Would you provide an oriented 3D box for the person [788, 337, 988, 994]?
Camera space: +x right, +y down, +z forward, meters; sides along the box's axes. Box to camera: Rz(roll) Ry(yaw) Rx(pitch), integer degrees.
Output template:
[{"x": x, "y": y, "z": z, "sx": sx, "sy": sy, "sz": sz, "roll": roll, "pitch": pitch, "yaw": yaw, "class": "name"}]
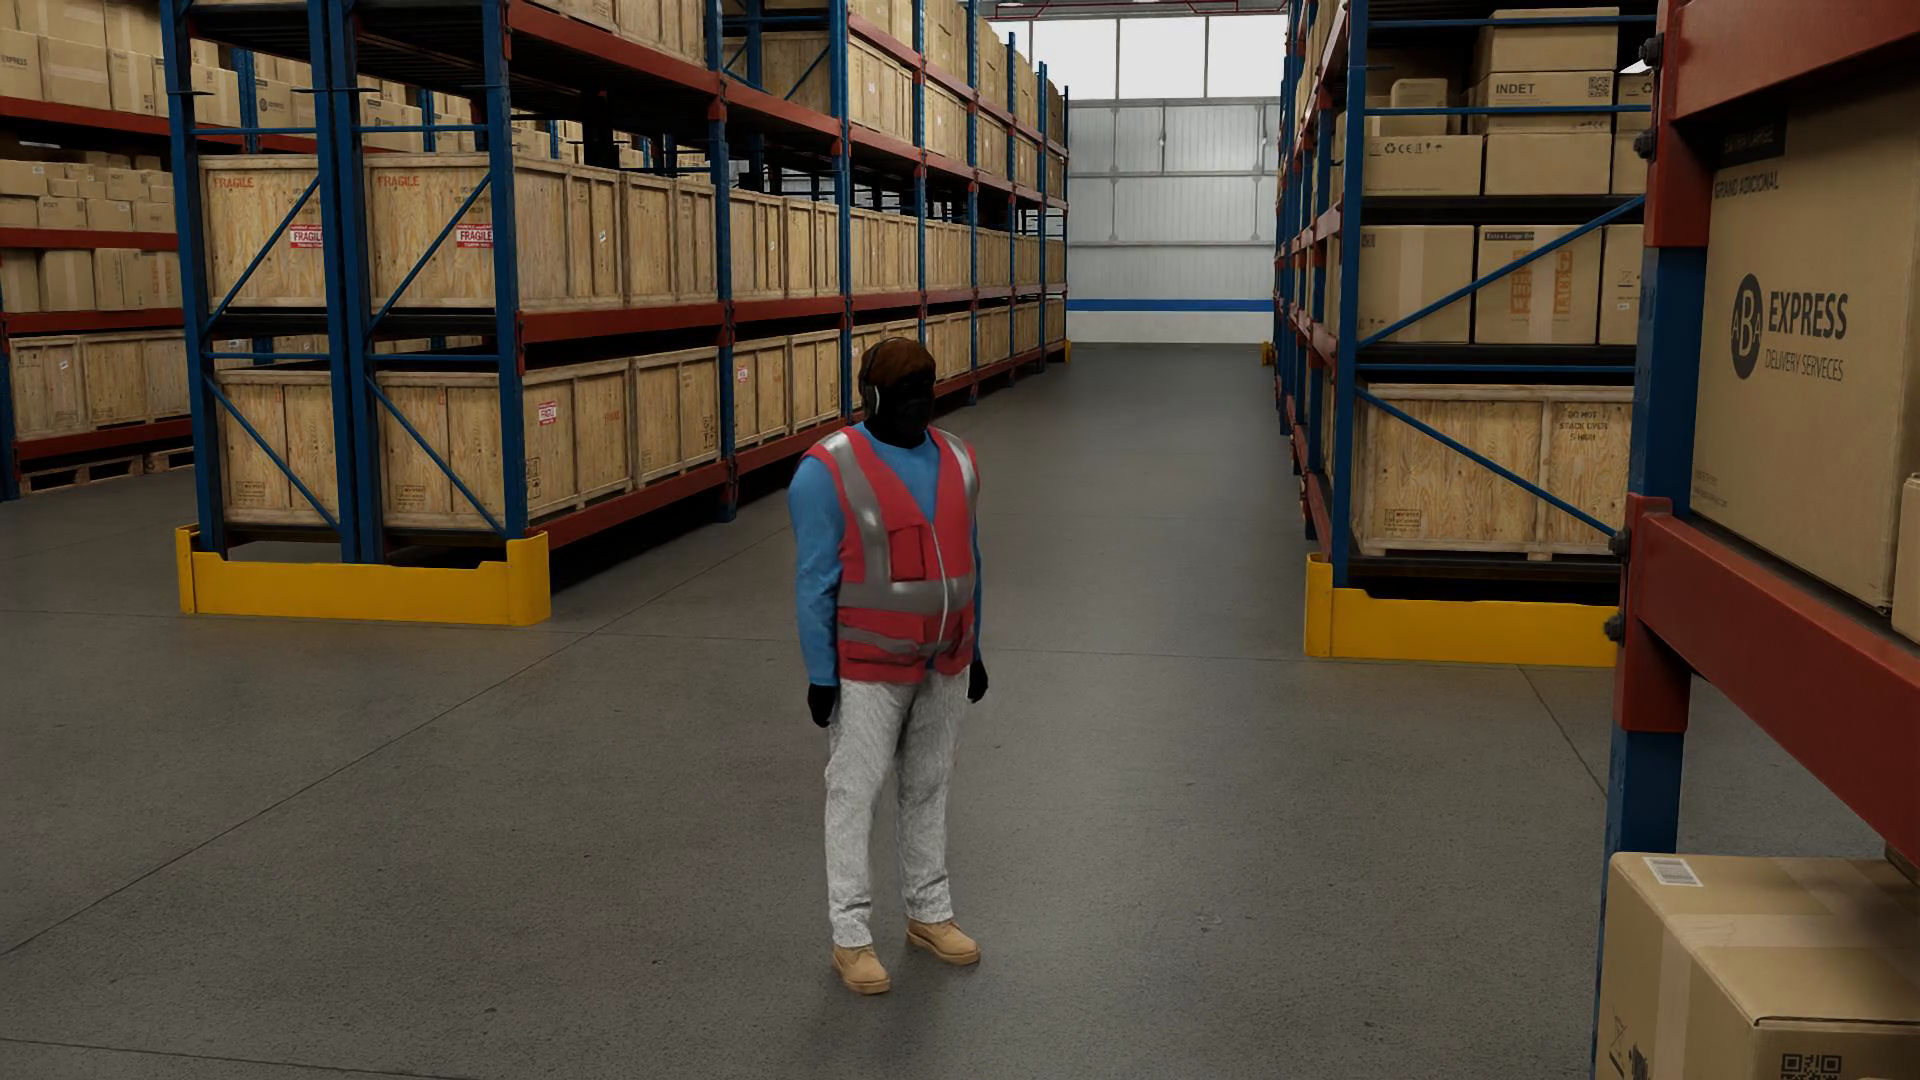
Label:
[{"x": -0.171, "y": 0.346, "z": 4.753, "sx": 0.633, "sy": 1.842, "sz": 0.429, "roll": -7, "pitch": 12, "yaw": -37, "class": "person"}]
